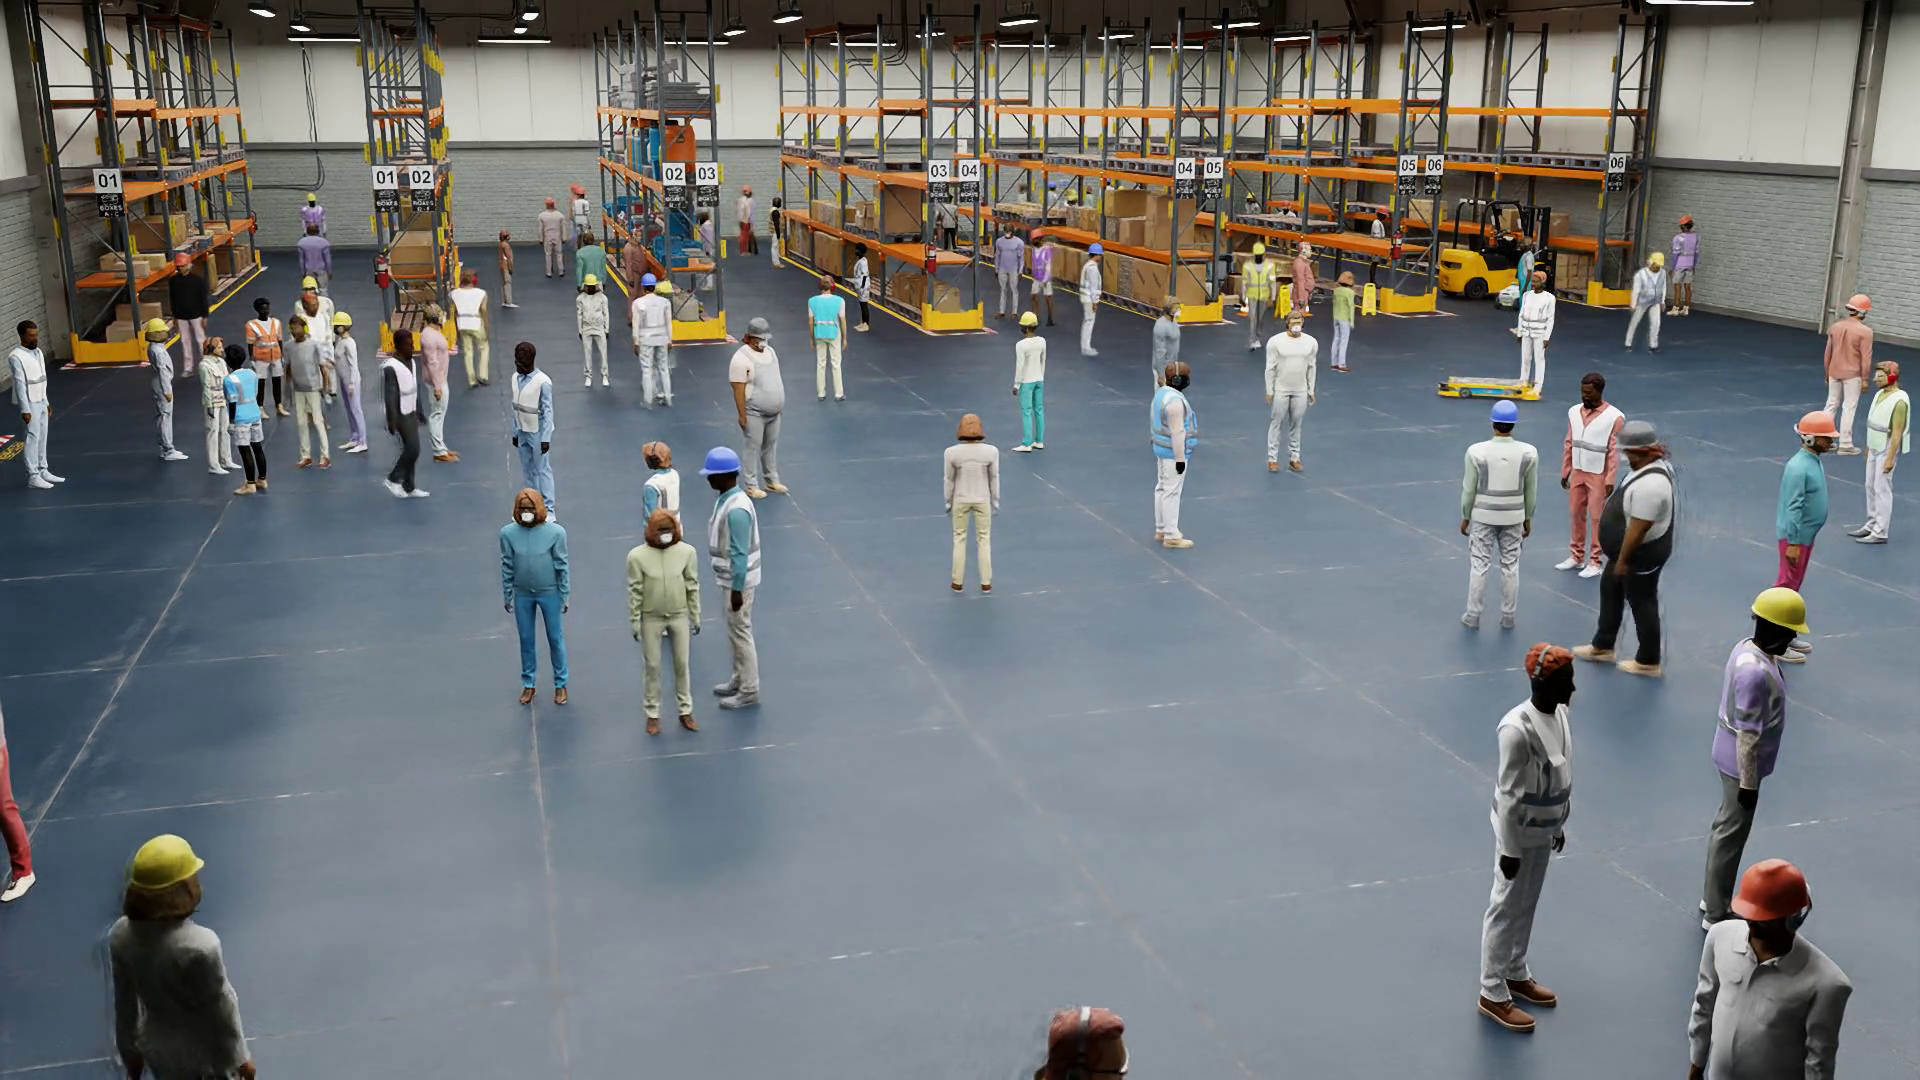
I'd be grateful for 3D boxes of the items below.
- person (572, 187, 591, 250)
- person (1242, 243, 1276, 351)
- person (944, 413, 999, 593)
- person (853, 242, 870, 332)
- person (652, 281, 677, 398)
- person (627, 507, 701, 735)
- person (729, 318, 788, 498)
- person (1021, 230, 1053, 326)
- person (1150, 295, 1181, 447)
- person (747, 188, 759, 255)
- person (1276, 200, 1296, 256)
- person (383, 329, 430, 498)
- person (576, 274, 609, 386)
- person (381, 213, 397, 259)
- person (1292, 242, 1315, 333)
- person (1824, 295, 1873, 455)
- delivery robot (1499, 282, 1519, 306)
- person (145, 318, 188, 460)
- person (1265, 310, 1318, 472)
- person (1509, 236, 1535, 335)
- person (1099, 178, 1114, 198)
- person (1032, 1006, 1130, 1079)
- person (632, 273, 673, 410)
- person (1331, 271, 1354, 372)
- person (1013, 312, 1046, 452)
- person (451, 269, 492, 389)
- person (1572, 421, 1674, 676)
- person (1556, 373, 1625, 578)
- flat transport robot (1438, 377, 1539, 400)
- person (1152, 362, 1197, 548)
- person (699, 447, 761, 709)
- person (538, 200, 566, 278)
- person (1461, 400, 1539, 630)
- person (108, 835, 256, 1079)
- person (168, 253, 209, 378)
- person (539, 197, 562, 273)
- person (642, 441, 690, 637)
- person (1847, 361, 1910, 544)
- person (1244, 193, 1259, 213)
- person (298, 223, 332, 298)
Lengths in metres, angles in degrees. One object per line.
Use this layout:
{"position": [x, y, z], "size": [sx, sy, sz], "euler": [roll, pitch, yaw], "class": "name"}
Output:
{"position": [-10.586, -8.910, 46.664], "size": [0.545, 1.938, 0.359], "euler": [6, 16, 21], "class": "person"}
{"position": [5.285, -4.309, 29.471], "size": [0.608, 1.878, 0.981], "euler": [1, 15, 5], "class": "person"}
{"position": [0.102, -0.327, 14.968], "size": [0.502, 1.628, 0.268], "euler": [0, 15, 1], "class": "person"}
{"position": [-1.878, -4.832, 31.779], "size": [0.319, 1.696, 0.532], "euler": [-3, 15, -11], "class": "person"}
{"position": [-4.415, -2.940, 24.547], "size": [0.508, 1.753, 0.540], "euler": [-11, 19, -37], "class": "person"}
{"position": [-2.055, 0.562, 11.623], "size": [0.499, 1.628, 0.286], "euler": [-6, 16, -21], "class": "person"}
{"position": [-2.216, -1.487, 18.533], "size": [0.535, 2.000, 0.687], "euler": [9, 18, 32], "class": "person"}
{"position": [1.530, -5.072, 32.351], "size": [0.544, 1.861, 0.891], "euler": [12, 19, 38], "class": "person"}
{"position": [2.630, -2.154, 21.240], "size": [0.353, 1.936, 0.635], "euler": [6, 16, 21], "class": "person"}
{"position": [-6.006, -9.053, 47.331], "size": [0.362, 1.884, 0.663], "euler": [6, 16, 20], "class": "person"}
{"position": [8.572, -8.081, 43.898], "size": [0.561, 1.749, 0.331], "euler": [12, 19, 38], "class": "person"}
{"position": [-6.150, -1.396, 18.453], "size": [0.444, 1.902, 0.597], "euler": [1, 15, 2], "class": "person"}
{"position": [-5.672, -3.247, 25.742], "size": [0.484, 1.737, 0.322], "euler": [-2, 15, -8], "class": "person"}
{"position": [-15.834, -8.713, 46.113], "size": [0.430, 1.840, 0.624], "euler": [-9, 17, -30], "class": "person"}
{"position": [6.048, -4.300, 29.367], "size": [0.408, 1.913, 0.644], "euler": [2, 15, 9], "class": "person"}
{"position": [11.116, -2.071, 20.817], "size": [0.396, 1.993, 0.618], "euler": [-6, 16, -22], "class": "person"}
{"position": [11.700, -5.206, 35.194], "size": [0.477, 0.478, 0.707], "euler": [13, 19, 39], "class": "delivery robot"}
{"position": [-9.809, -1.860, 20.503], "size": [0.288, 1.746, 0.487], "euler": [-10, 18, -34], "class": "person"}
{"position": [3.932, -1.771, 19.796], "size": [0.627, 1.941, 0.370], "euler": [-2, 15, -6], "class": "person"}
{"position": [10.640, -4.798, 31.366], "size": [0.345, 1.847, 0.506], "euler": [3, 15, 10], "class": "person"}
{"position": [4.677, -10.514, 52.684], "size": [0.608, 1.943, 0.402], "euler": [-3, 15, -11], "class": "person"}
{"position": [0.428, 2.236, 4.817], "size": [0.719, 1.884, 0.660], "euler": [3, 15, 13], "class": "person"}
{"position": [-4.407, -2.848, 23.863], "size": [0.615, 1.932, 0.449], "euler": [-9, 17, -31], "class": "person"}
{"position": [6.257, -3.568, 27.163], "size": [0.288, 1.629, 0.501], "euler": [-6, 16, -23], "class": "person"}
{"position": [0.867, -1.986, 20.938], "size": [0.314, 1.769, 0.523], "euler": [14, 20, 42], "class": "person"}
{"position": [-7.472, -3.230, 25.507], "size": [0.568, 1.827, 0.510], "euler": [1, 15, 2], "class": "person"}
{"position": [5.093, 0.047, 12.761], "size": [0.812, 2.000, 0.701], "euler": [6, 16, 20], "class": "person"}
{"position": [5.883, -0.618, 15.525], "size": [0.405, 1.908, 0.599], "euler": [-9, 17, -30], "class": "person"}
{"position": [7.917, -2.278, 24.899], "size": [1.431, 0.197, 0.652], "euler": [5, 16, 18], "class": "flat transport robot"}
{"position": [2.130, -0.853, 16.529], "size": [0.429, 1.845, 0.621], "euler": [-2, 15, -7], "class": "person"}
{"position": [-1.660, 0.269, 12.131], "size": [0.422, 1.935, 0.621], "euler": [-4, 15, -16], "class": "person"}
{"position": [-10.146, -7.495, 41.399], "size": [0.652, 1.906, 0.409], "euler": [-5, 16, -18], "class": "person"}
{"position": [4.477, -0.198, 13.859], "size": [0.605, 1.948, 0.384], "euler": [2, 15, 6], "class": "person"}
{"position": [-2.923, 1.927, 6.283], "size": [0.488, 1.732, 0.399], "euler": [7, 16, 24], "class": "person"}
{"position": [-12.268, -3.567, 26.476], "size": [0.625, 1.987, 0.410], "euler": [2, 15, 7], "class": "person"}
{"position": [-10.422, -7.753, 42.343], "size": [0.544, 1.925, 0.448], "euler": [-8, 17, -28], "class": "person"}
{"position": [-2.452, -0.013, 13.774], "size": [0.310, 1.633, 0.517], "euler": [5, 16, 17], "class": "person"}
{"position": [9.238, -0.875, 16.633], "size": [0.398, 1.833, 0.573], "euler": [2, 15, 6], "class": "person"}
{"position": [8.313, -9.070, 47.639], "size": [0.492, 1.742, 0.320], "euler": [13, 20, 41], "class": "person"}
{"position": [-12.965, -5.407, 33.507], "size": [0.625, 1.932, 0.372], "euler": [-2, 15, -7], "class": "person"}
